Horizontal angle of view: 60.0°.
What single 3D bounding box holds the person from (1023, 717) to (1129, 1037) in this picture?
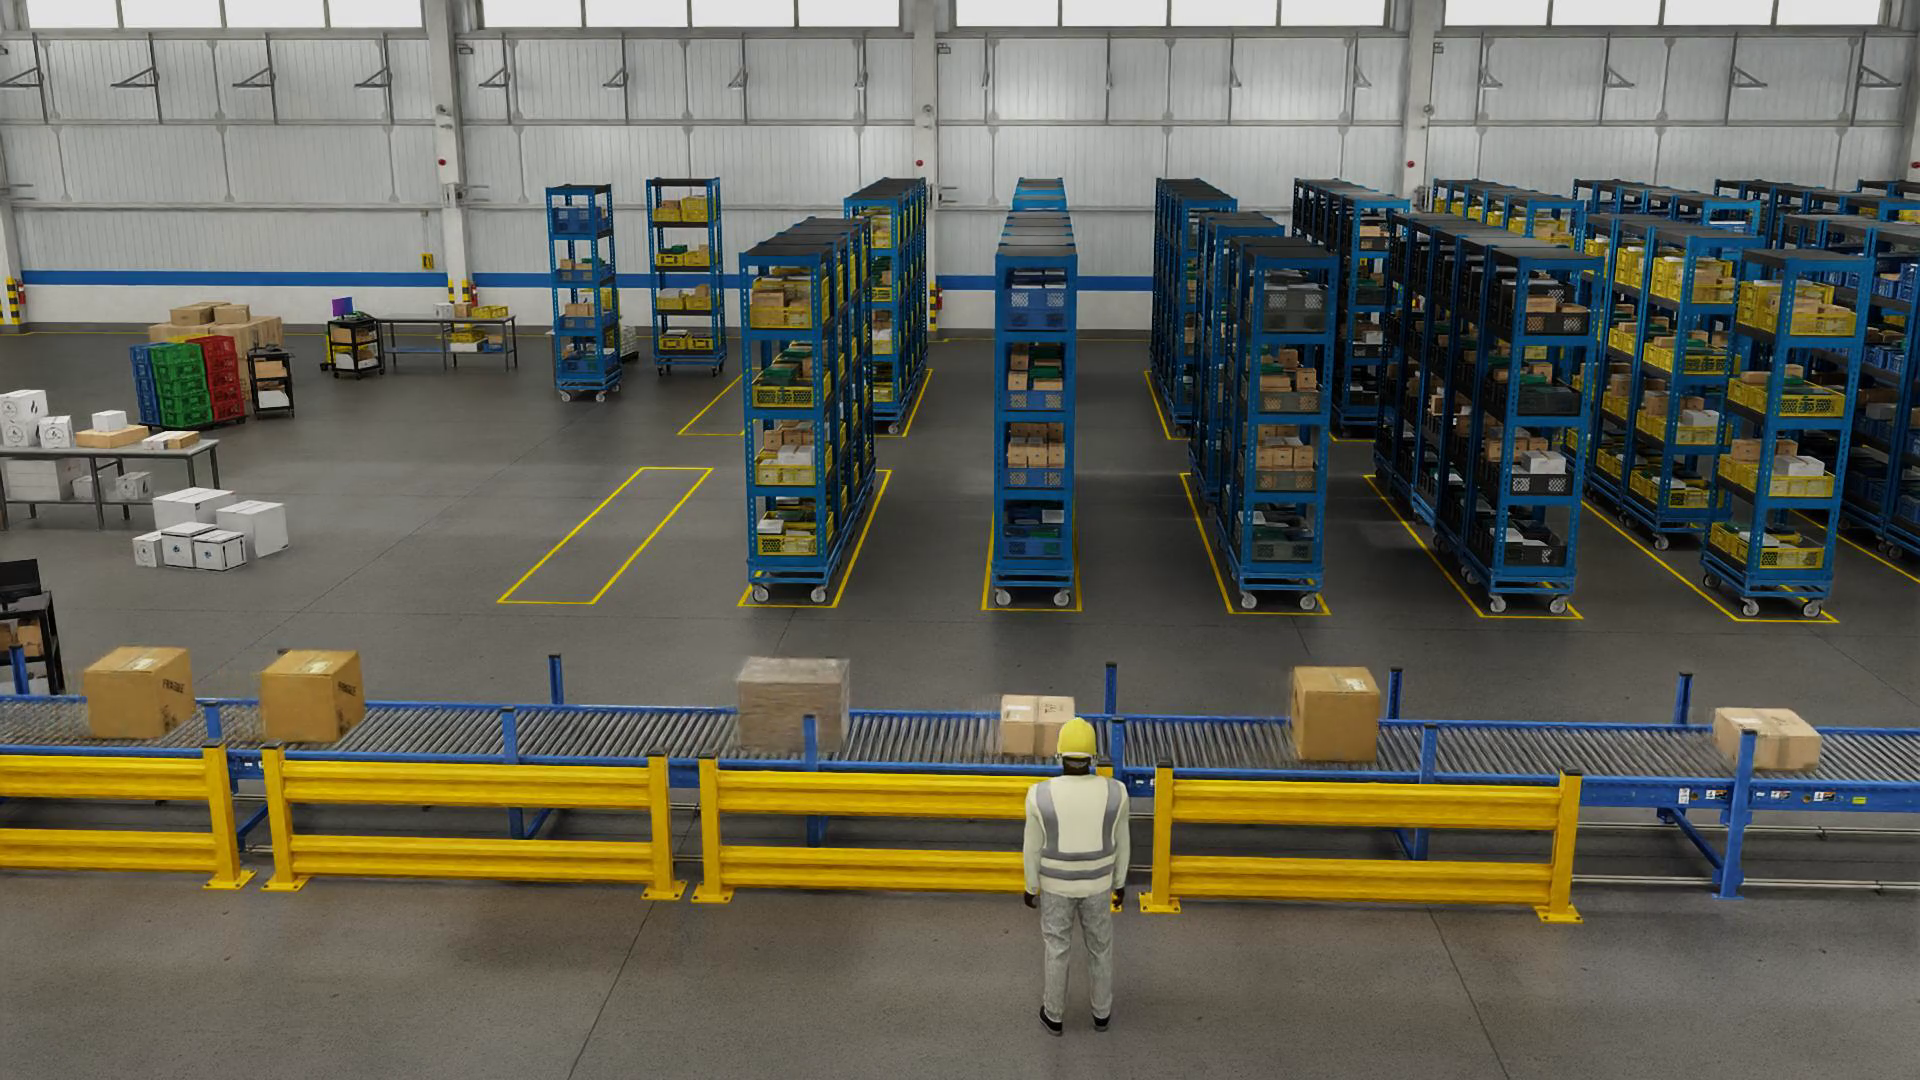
[{"bbox_3d":[0.631,1.858,9.168,0.591,1.833,0.404,-1,15,-5],"label":"person"}]
